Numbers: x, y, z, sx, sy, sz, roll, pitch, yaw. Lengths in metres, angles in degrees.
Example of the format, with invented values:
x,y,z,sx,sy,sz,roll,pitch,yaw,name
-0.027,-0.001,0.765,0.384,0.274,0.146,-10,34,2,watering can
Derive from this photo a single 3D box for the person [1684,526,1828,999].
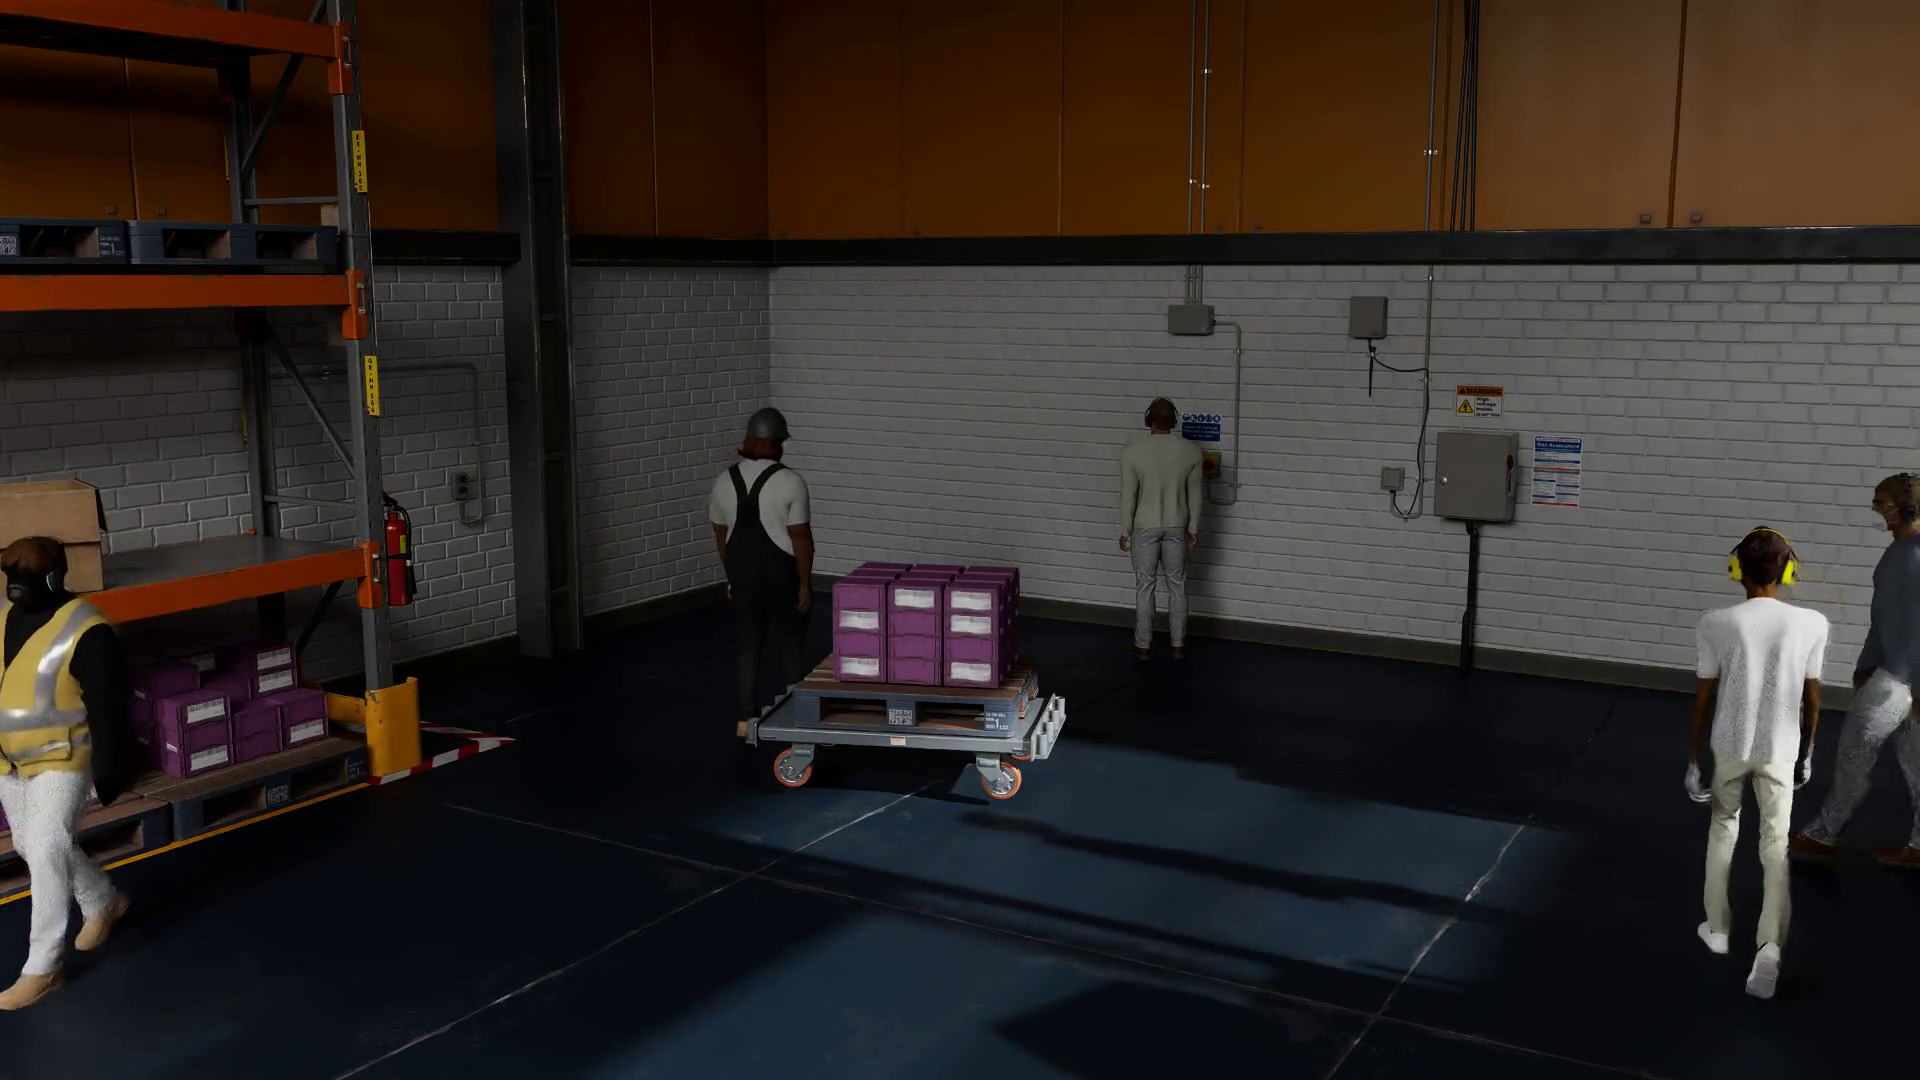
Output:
x,y,z,sx,sy,sz,roll,pitch,yaw,name
3.172,0.868,6.655,0.495,1.844,0.828,3,10,20,person

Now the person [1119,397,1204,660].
x,y,z,sx,sy,sz,roll,pitch,yaw,name
1.468,-0.078,12.228,0.632,1.939,0.368,-1,9,-9,person

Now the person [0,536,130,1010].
x,y,z,sx,sy,sz,roll,pitch,yaw,name
-3.658,0.872,6.688,0.631,1.817,0.793,4,10,21,person

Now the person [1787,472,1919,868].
x,y,z,sx,sy,sz,roll,pitch,yaw,name
4.320,0.629,7.914,0.905,1.903,0.649,5,10,27,person

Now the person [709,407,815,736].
x,y,z,sx,sy,sz,roll,pitch,yaw,name
-1.148,0.196,10.197,0.680,2.000,0.535,5,10,26,person
